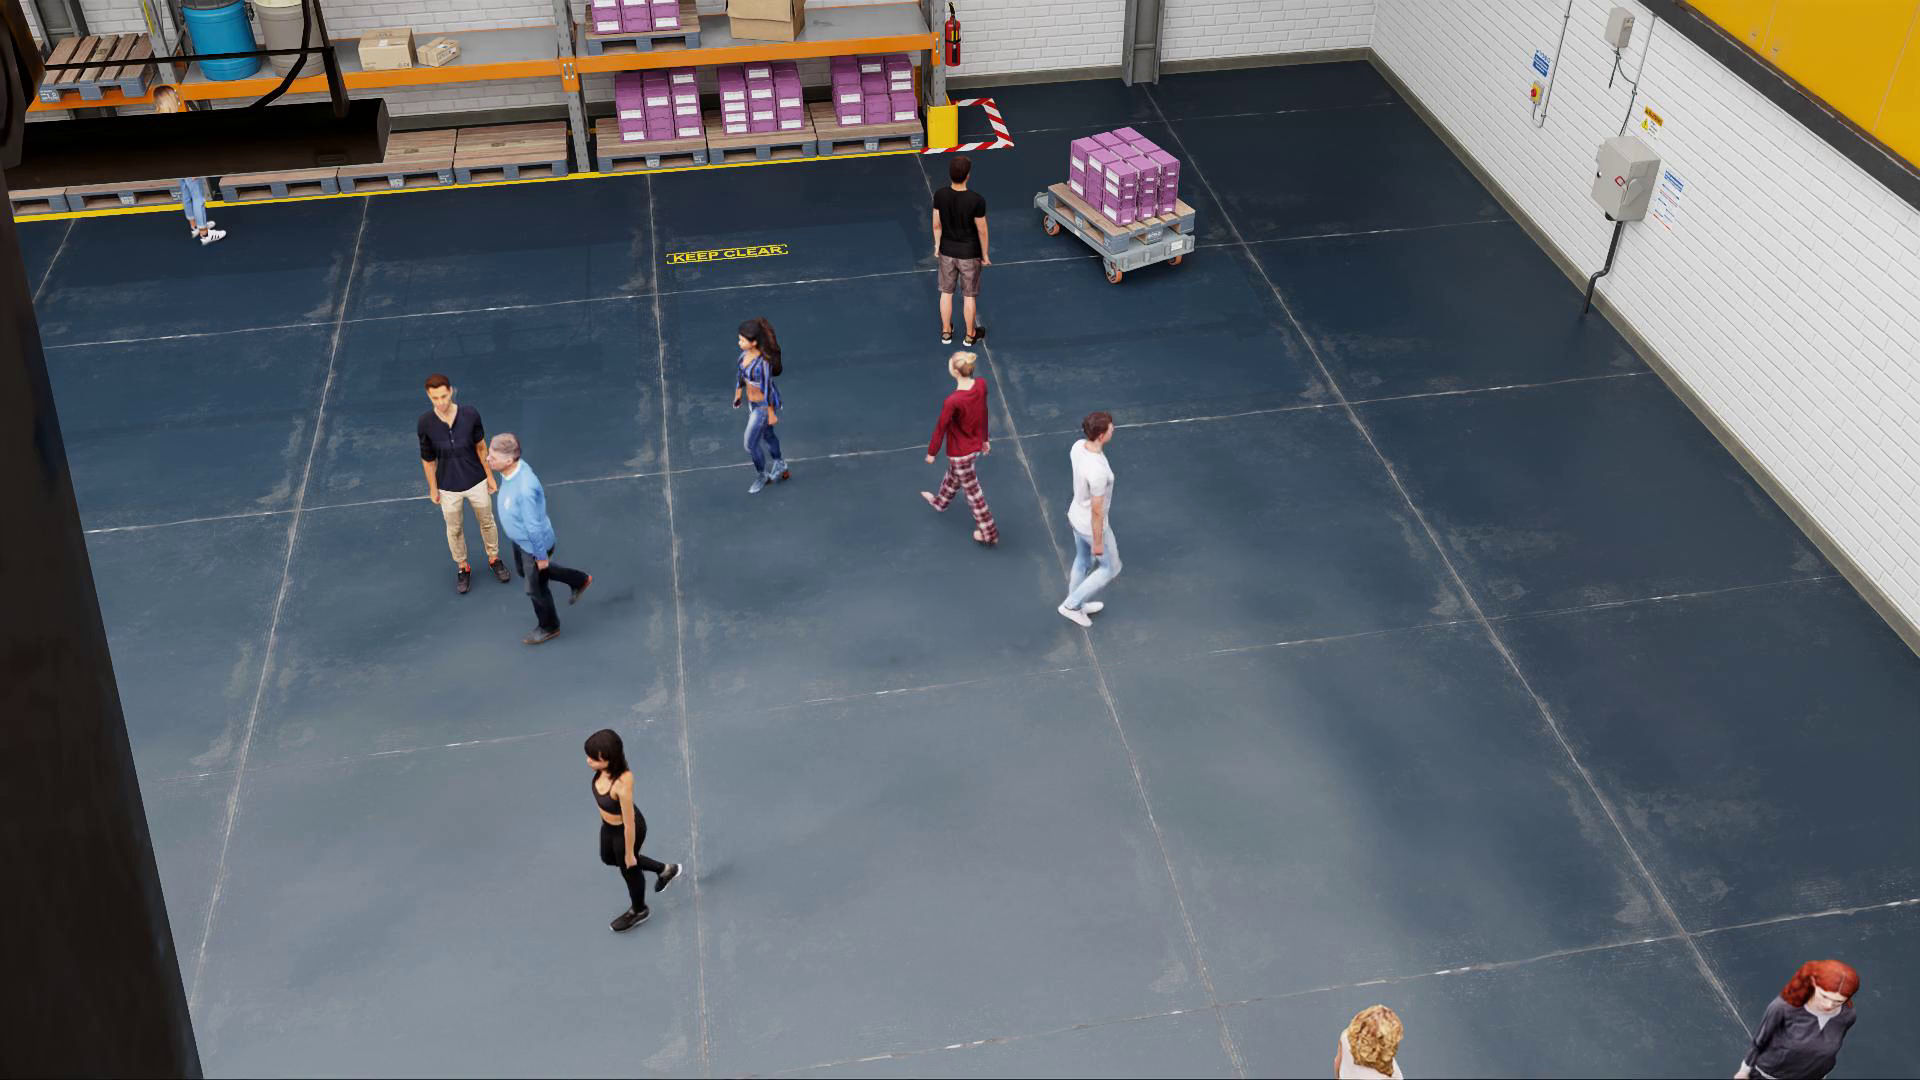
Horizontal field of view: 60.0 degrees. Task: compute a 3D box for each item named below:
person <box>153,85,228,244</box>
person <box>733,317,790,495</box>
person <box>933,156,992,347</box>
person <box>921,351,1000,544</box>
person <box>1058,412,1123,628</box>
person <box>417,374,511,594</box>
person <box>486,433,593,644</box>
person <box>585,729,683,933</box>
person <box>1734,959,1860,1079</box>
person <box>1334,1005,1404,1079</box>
[{"bbox_3d":[-7.826,-3.802,16.765,0.668,1.632,0.699,30,48,32],"label":"person"},{"bbox_3d":[-1.533,-1.108,13.412,0.712,1.606,0.703,-16,41,-19],"label":"person"},{"bbox_3d":[-0.012,-2.623,15.104,0.690,1.862,0.831,11,40,13],"label":"person"},{"bbox_3d":[0.098,-0.676,12.830,1.110,1.657,1.059,25,45,27],"label":"person"},{"bbox_3d":[0.857,-0.103,11.969,0.717,1.838,0.715,-11,40,-14],"label":"person"},{"bbox_3d":[-3.716,-0.447,12.382,0.541,1.859,0.740,-15,41,-18],"label":"person"},{"bbox_3d":[-2.993,-0.046,11.928,0.983,1.799,0.848,-22,43,-25],"label":"person"},{"bbox_3d":[-1.930,1.683,9.891,0.831,1.638,0.712,-20,43,-23],"label":"person"},{"bbox_3d":[4.182,2.716,8.484,0.524,1.782,0.691,4,39,4],"label":"person"},{"bbox_3d":[1.980,2.888,8.357,0.583,1.671,0.621,-12,40,-15],"label":"person"}]
